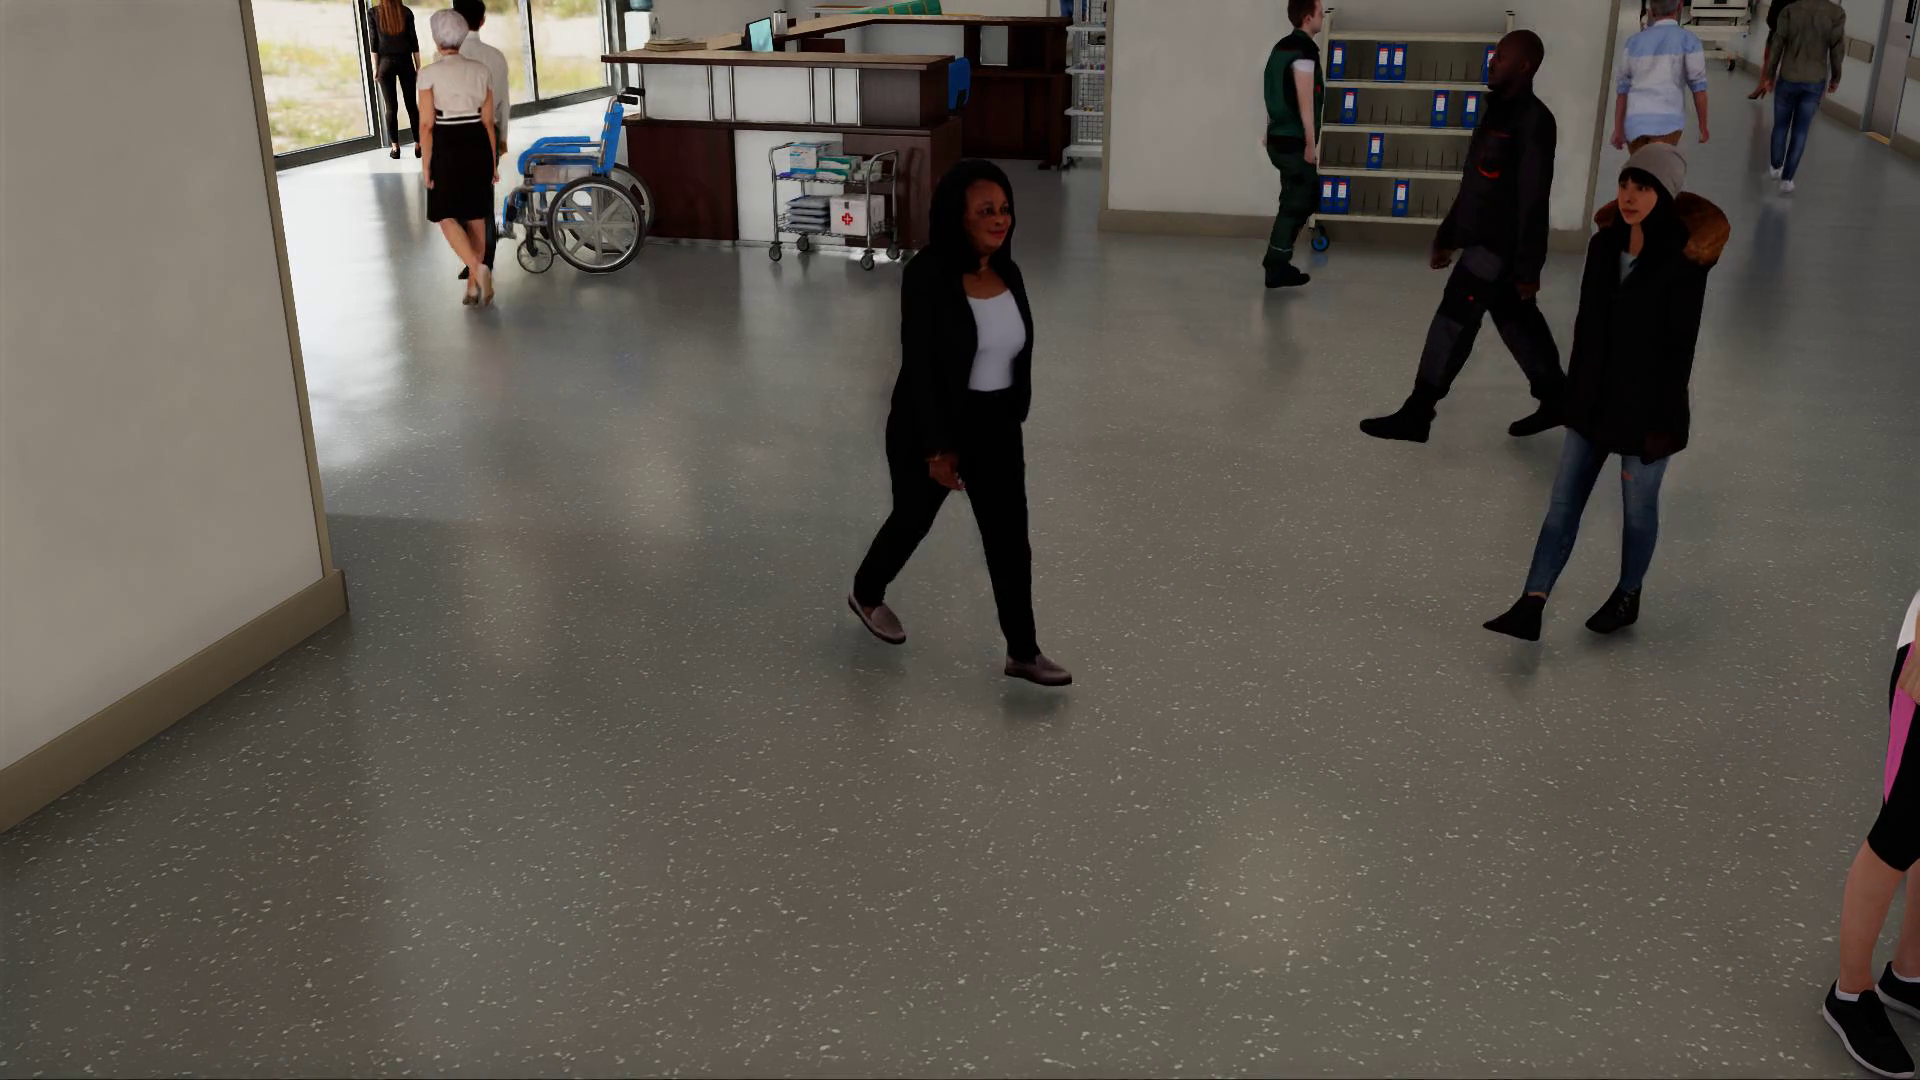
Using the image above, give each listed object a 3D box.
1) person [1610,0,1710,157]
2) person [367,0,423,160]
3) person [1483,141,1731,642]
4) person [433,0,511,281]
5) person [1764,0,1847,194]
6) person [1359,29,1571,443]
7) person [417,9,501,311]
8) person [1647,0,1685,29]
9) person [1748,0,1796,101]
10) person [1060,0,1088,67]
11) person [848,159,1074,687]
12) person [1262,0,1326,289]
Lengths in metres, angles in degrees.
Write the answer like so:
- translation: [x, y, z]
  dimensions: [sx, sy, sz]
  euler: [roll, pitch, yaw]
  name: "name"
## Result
- translation: [4.652, -2.779, 11.258]
  dimensions: [1.139, 1.776, 1.180]
  euler: [-17, 27, -38]
  name: "person"
- translation: [-5.467, -4.584, 16.116]
  dimensions: [0.641, 1.711, 0.749]
  euler: [-6, 22, -15]
  name: "person"
- translation: [2.175, -0.441, 5.320]
  dimensions: [1.016, 1.610, 0.991]
  euler: [-15, 25, -33]
  name: "person"
- translation: [-3.015, -2.469, 10.408]
  dimensions: [0.828, 1.798, 0.875]
  euler: [-18, 27, -39]
  name: "person"
- translation: [7.042, -3.820, 13.941]
  dimensions: [1.123, 1.823, 0.959]
  euler: [11, 23, 27]
  name: "person"
- translation: [2.445, -1.268, 7.252]
  dimensions: [1.332, 1.789, 0.901]
  euler: [0, 21, 0]
  name: "person"
- translation: [-2.871, -2.161, 9.679]
  dimensions: [0.920, 1.739, 1.012]
  euler: [-14, 25, -33]
  name: "person"
- translation: [10.459, -7.783, 24.707]
  dimensions: [0.613, 1.608, 0.708]
  euler: [8, 22, 20]
  name: "person"
- translation: [10.325, -6.308, 20.798]
  dimensions: [0.975, 1.620, 0.680]
  euler: [11, 23, 26]
  name: "person"
- translation: [1.688, -7.910, 24.903]
  dimensions: [0.545, 1.708, 0.704]
  euler: [11, 23, 26]
  name: "person"
- translation: [-0.082, -0.337, 5.094]
  dimensions: [1.209, 1.576, 0.994]
  euler: [19, 28, 41]
  name: "person"
- translation: [2.023, -2.487, 10.421]
  dimensions: [0.796, 1.824, 0.777]
  euler: [-3, 21, -8]
  name: "person"
